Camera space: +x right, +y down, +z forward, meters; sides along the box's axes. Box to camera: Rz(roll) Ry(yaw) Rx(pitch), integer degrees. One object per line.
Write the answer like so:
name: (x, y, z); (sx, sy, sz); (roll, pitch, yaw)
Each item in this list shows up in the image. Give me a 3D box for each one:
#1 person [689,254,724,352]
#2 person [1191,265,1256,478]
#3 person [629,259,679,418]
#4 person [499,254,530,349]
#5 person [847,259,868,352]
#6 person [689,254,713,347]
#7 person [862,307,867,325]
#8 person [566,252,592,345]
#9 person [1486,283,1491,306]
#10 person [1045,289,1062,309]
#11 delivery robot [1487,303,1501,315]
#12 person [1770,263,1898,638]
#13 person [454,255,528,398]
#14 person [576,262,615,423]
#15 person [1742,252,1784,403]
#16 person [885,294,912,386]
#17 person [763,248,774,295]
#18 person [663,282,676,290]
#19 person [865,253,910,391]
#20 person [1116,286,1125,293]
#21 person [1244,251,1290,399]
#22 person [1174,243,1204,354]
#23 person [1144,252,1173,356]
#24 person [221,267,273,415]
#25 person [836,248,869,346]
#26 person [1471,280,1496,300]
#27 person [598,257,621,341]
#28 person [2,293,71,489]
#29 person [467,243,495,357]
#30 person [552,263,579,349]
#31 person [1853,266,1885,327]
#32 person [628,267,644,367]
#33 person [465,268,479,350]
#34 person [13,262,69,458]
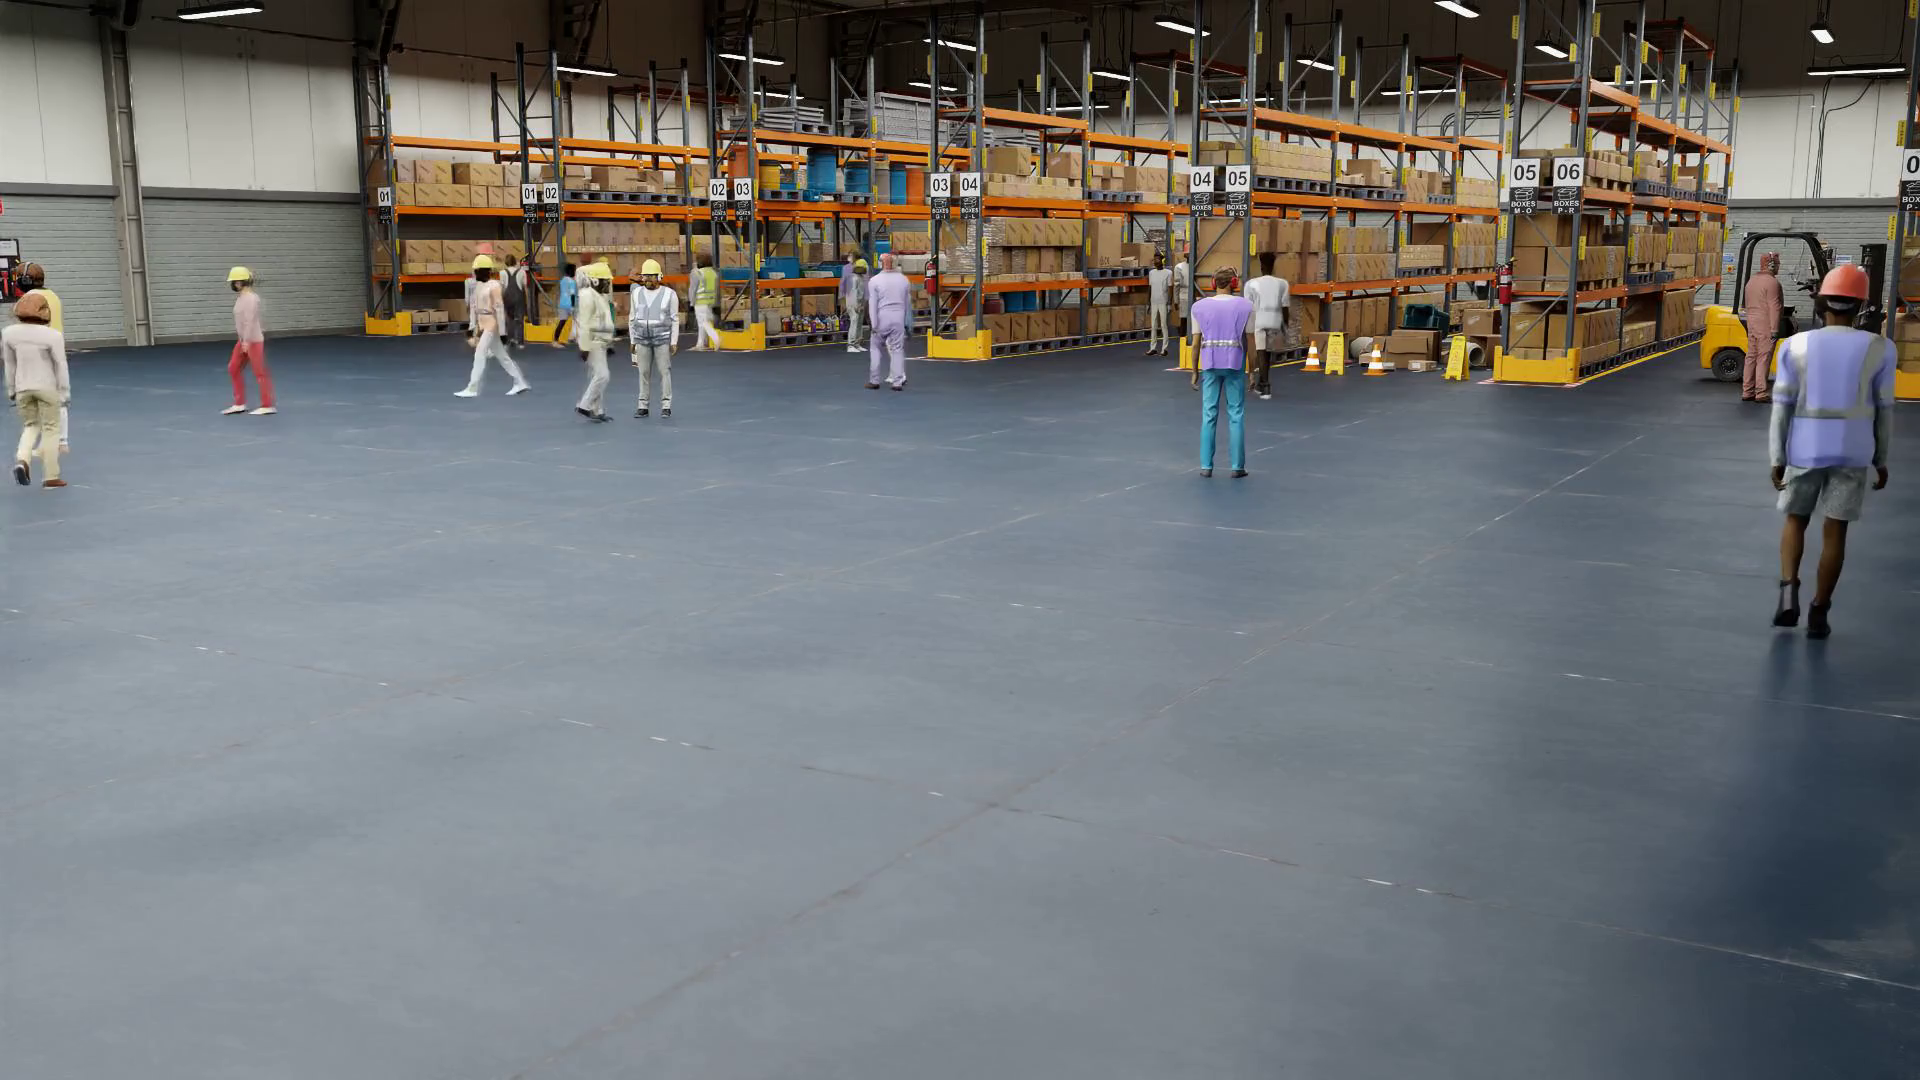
person: (-4.727, -4.411, 31.022); (0.822, 1.818, 0.621); (6, 12, 29)
person: (2.267, -1.445, 14.352); (0.564, 1.837, 0.388); (3, 10, 14)
person: (-3.556, -2.324, 19.286); (0.588, 1.834, 0.403); (1, 10, 6)
person: (-8.514, -4.560, 31.844); (0.546, 1.820, 0.442); (-2, 10, -10)
person: (-1.880, -4.371, 31.061); (0.379, 1.732, 0.499); (3, 11, 17)
person: (-4.969, -4.714, 32.717); (0.650, 1.816, 0.629); (5, 11, 26)
person: (-2.203, -6.299, 41.357); (0.548, 1.911, 0.826); (6, 12, 29)
person: (-7.459, -4.776, 32.997); (0.716, 1.847, 0.620); (8, 13, 37)
person: (13.145, -6.346, 41.798); (0.699, 1.844, 0.538); (3, 11, 18)
person: (2.497, -6.925, 44.914); (0.626, 1.902, 0.987); (6, 12, 30)
delivery robot: (12.820, -5.525, 40.537); (0.707, 0.478, 0.477); (-4, 11, -22)
person: (4.454, -0.446, 8.526); (0.550, 1.917, 0.391); (6, 12, 31)
person: (-6.212, -2.827, 22.010); (1.010, 1.881, 0.583); (-6, 12, -31)
person: (-4.063, -2.201, 18.660); (0.440, 1.811, 0.631); (0, 10, 2)
person: (10.253, -2.698, 21.176); (0.408, 1.909, 0.642); (-1, 10, -5)
person: (-0.919, -3.008, 23.768); (0.512, 1.602, 0.824); (-6, 12, -32)
person: (-5.362, -7.230, 46.630); (0.356, 1.882, 0.572); (-5, 11, -24)
person: (-7.306, -6.229, 41.457); (0.532, 1.728, 0.883); (6, 12, 29)
person: (-1.016, -3.007, 23.002); (0.656, 1.874, 0.821); (-5, 11, -25)
person: (4.485, -7.144, 46.020); (0.374, 1.928, 0.542); (5, 11, 24)
person: (4.005, -2.837, 21.946); (0.623, 1.912, 0.992); (-1, 10, -7)
person: (4.204, -4.401, 30.365); (0.605, 2.037, 0.404); (2, 10, 9)
person: (3.579, -4.240, 29.919); (0.533, 1.869, 0.311); (8, 13, 37)
person: (-8.436, -2.316, 19.506); (0.658, 1.747, 0.527); (-9, 14, -42)
person: (-2.119, -4.746, 32.609); (0.633, 1.915, 0.598); (9, 14, 43)
person: (13.157, -6.321, 41.572); (0.923, 1.873, 0.618); (-7, 12, -33)
person: (-7.329, -4.939, 34.174); (0.541, 1.750, 0.683); (7, 12, 35)
person: (-7.575, -1.212, 13.648); (0.516, 1.620, 0.407); (0, 10, 1)
person: (-8.487, -4.272, 29.652); (0.495, 2.023, 0.636); (-3, 11, -17)
person: (-7.520, -4.514, 32.089); (0.530, 1.642, 0.880); (10, 14, 44)
person: (17.235, -4.559, 31.583); (0.590, 1.917, 0.396); (2, 10, 10)
person: (-5.280, -3.661, 27.335); (0.284, 1.633, 0.500); (-4, 11, -24)
person: (-9.078, -4.393, 31.417); (0.511, 1.641, 0.309); (-2, 10, -14)
person: (-8.738, -1.702, 15.782); (0.430, 1.845, 0.624); (-1, 10, -6)
